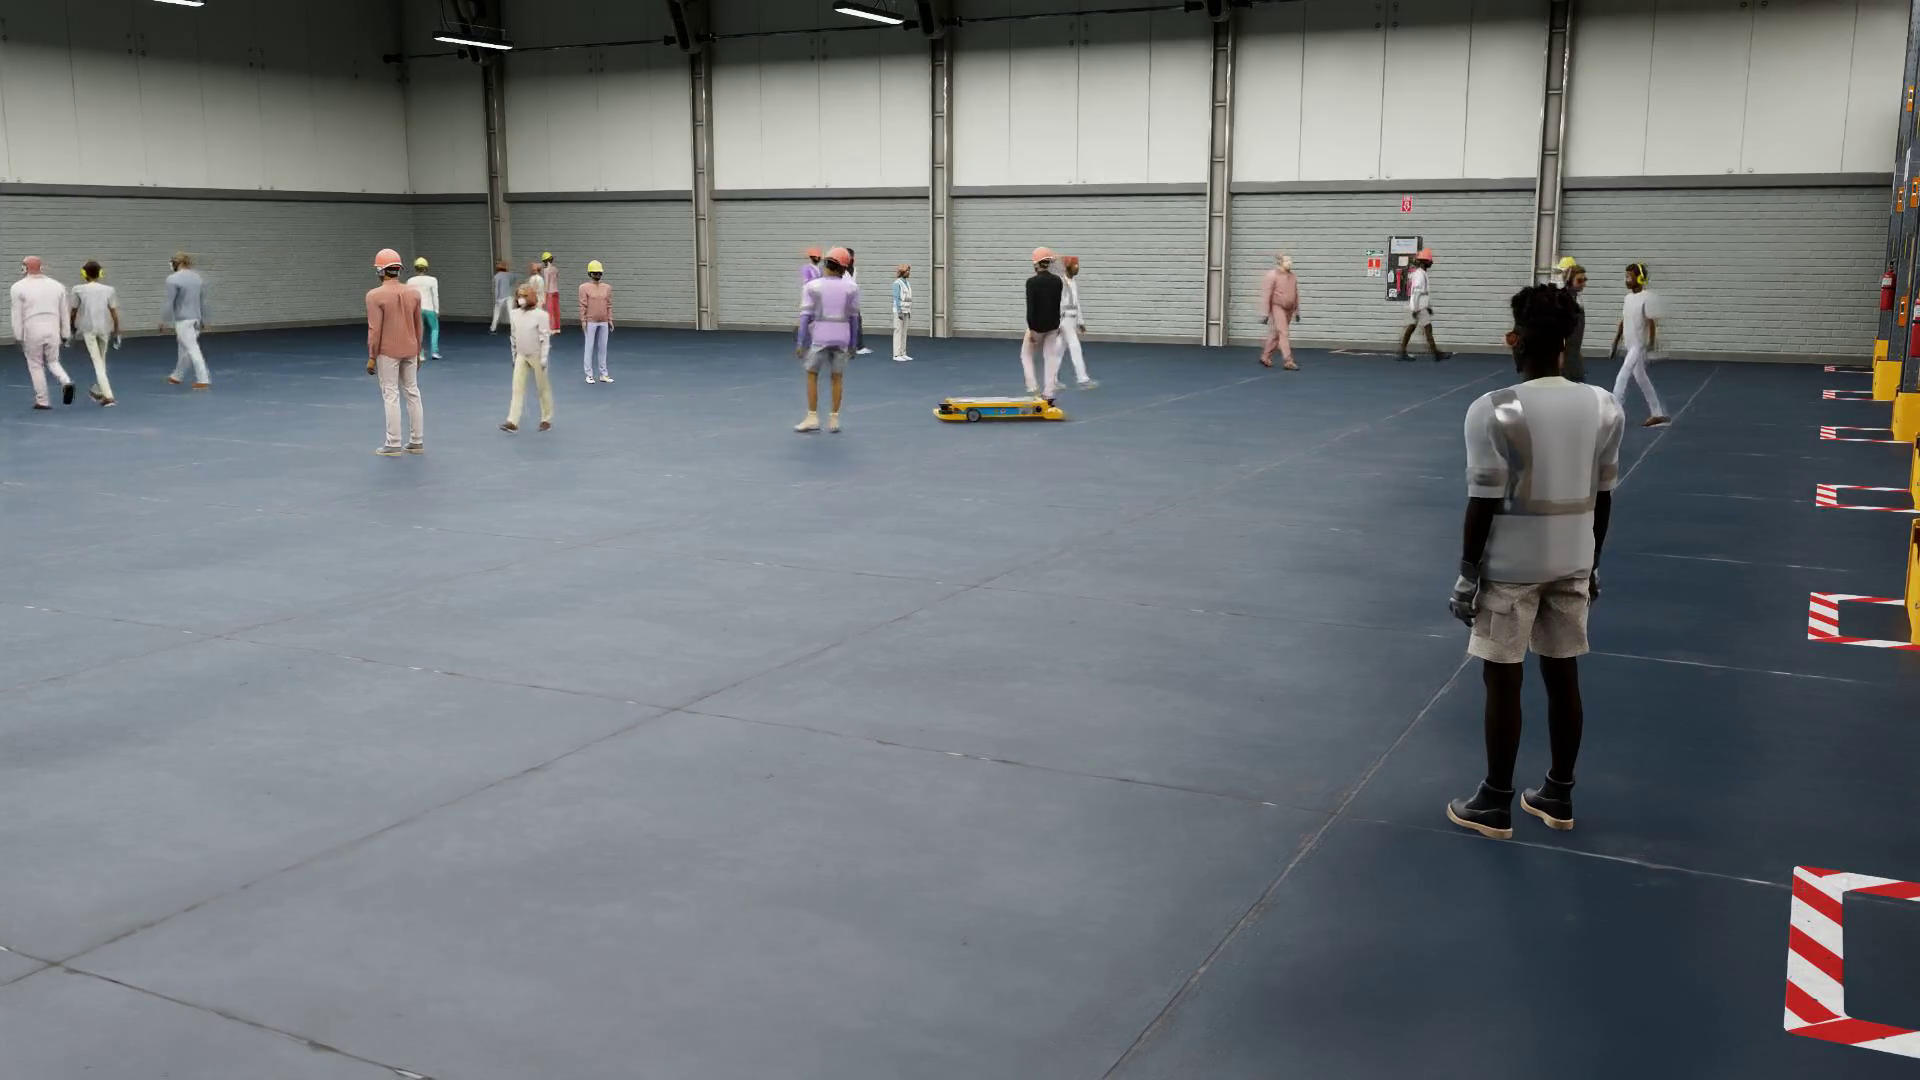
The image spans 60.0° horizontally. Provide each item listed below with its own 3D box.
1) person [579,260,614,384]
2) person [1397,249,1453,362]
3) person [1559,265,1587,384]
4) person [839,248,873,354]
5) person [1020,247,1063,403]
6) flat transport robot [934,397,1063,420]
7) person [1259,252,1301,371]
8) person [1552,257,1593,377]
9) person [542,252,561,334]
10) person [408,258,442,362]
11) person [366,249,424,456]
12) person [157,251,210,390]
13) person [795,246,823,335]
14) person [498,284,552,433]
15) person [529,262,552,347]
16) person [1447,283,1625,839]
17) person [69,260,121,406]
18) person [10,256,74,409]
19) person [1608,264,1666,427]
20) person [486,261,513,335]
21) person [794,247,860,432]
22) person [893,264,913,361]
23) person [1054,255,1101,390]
[{"bbox_3d":[-5.246,-3.147,24.044,0.525,1.769,0.315,-10,14,-43],"label":"person"},{"bbox_3d":[7.843,-3.930,27.957,0.960,1.888,0.568,3,11,15],"label":"person"},{"bbox_3d":[6.273,-1.933,17.251,0.521,1.829,0.542,8,13,38],"label":"person"},{"bbox_3d":[-1.923,-4.229,29.595,0.857,1.883,0.635,6,12,31],"label":"person"},{"bbox_3d":[1.023,-2.730,21.200,0.622,1.973,0.601,-6,12,-31],"label":"person"},{"bbox_3d":[0.436,-1.533,19.322,1.431,0.197,0.652,-1,10,-7],"label":"flat transport robot"},{"bbox_3d":[5.122,-3.658,26.571,0.656,1.867,0.969,-8,13,-37],"label":"person"},{"bbox_3d":[9.057,-3.285,24.693,0.844,1.796,0.626,4,11,20],"label":"person"},{"bbox_3d":[-8.853,-5.321,35.921,0.327,1.760,0.523,3,11,17],"label":"person"},{"bbox_3d":[-9.084,-3.908,28.268,0.539,1.739,0.697,0,10,1],"label":"person"},{"bbox_3d":[-5.480,-1.810,16.126,0.377,1.995,0.608,7,12,33],"label":"person"},{"bbox_3d":[-10.811,-3.017,22.982,0.950,1.901,0.635,2,11,10],"label":"person"},{"bbox_3d":[-2.952,-4.853,32.953,0.733,1.916,0.548,5,12,26],"label":"person"},{"bbox_3d":[-4.660,-1.931,17.851,0.526,1.589,0.818,3,11,18],"label":"person"},{"bbox_3d":[-8.026,-4.432,31.442,0.553,1.617,0.525,-6,12,-31],"label":"person"},{"bbox_3d":[2.018,0.082,5.886,0.605,1.966,0.367,-3,11,-17],"label":"person"},{"bbox_3d":[-10.902,-2.600,20.938,1.018,1.812,0.507,10,14,42],"label":"person"},{"bbox_3d":[-11.196,-2.520,20.303,0.556,1.885,0.657,7,12,33],"label":"person"},{"bbox_3d":[7.429,-2.139,18.413,1.000,1.815,0.549,-1,10,-4],"label":"person"},{"bbox_3d":[-9.794,-5.168,35.583,0.915,1.570,0.505,8,13,36],"label":"person"},{"bbox_3d":[-1.432,-2.147,17.988,0.743,1.998,0.384,-3,11,-14],"label":"person"},{"bbox_3d":[-0.984,-3.861,28.305,0.313,1.636,0.517,4,11,22],"label":"person"},{"bbox_3d":[1.597,-2.988,22.972,0.914,1.845,0.584,3,11,15],"label":"person"}]
